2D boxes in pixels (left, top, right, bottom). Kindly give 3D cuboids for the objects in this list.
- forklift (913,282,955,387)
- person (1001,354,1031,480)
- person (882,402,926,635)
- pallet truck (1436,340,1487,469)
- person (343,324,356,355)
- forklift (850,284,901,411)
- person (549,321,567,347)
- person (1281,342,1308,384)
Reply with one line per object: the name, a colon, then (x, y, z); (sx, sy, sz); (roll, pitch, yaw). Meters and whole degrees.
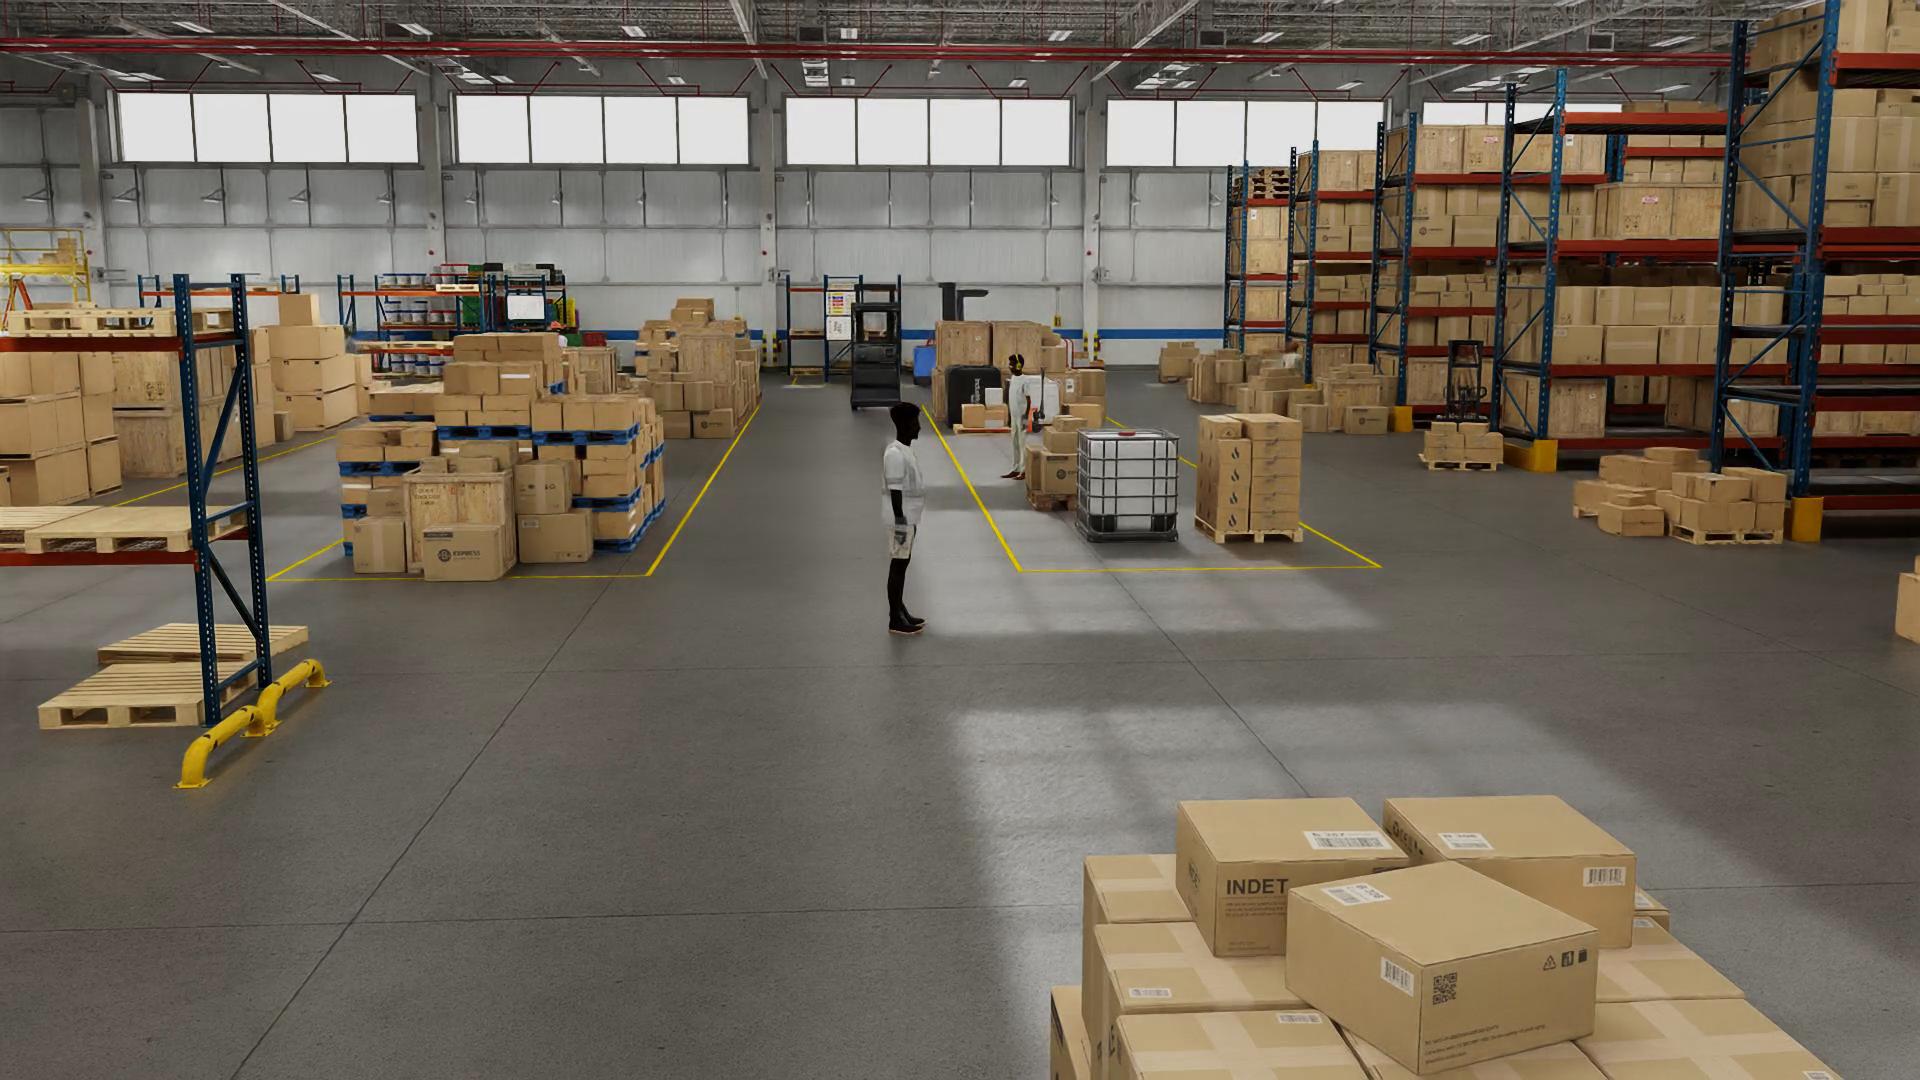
forklift: (-0.330, -5.566, 44.977); (1.873, 2.768, 1.129); (-1, 9, -4)
person: (0.853, -1.815, 24.615); (0.327, 1.865, 0.517); (-5, 10, -28)
person: (-0.475, -0.190, 14.086); (0.367, 1.966, 0.603); (1, 9, 5)
pallet truck: (8.004, -2.170, 26.422); (0.823, 1.965, 1.885); (2, 9, 14)
person: (-13.944, -3.981, 38.083); (0.907, 1.916, 0.644); (-8, 12, -42)
forklift: (-1.907, -4.354, 37.368); (1.129, 2.768, 1.873); (-1, 9, -5)
person: (-9.599, -4.222, 39.516); (0.399, 1.929, 0.564); (5, 11, 31)
person: (7.101, -3.421, 35.537); (0.850, 1.596, 0.516); (-9, 12, -43)
